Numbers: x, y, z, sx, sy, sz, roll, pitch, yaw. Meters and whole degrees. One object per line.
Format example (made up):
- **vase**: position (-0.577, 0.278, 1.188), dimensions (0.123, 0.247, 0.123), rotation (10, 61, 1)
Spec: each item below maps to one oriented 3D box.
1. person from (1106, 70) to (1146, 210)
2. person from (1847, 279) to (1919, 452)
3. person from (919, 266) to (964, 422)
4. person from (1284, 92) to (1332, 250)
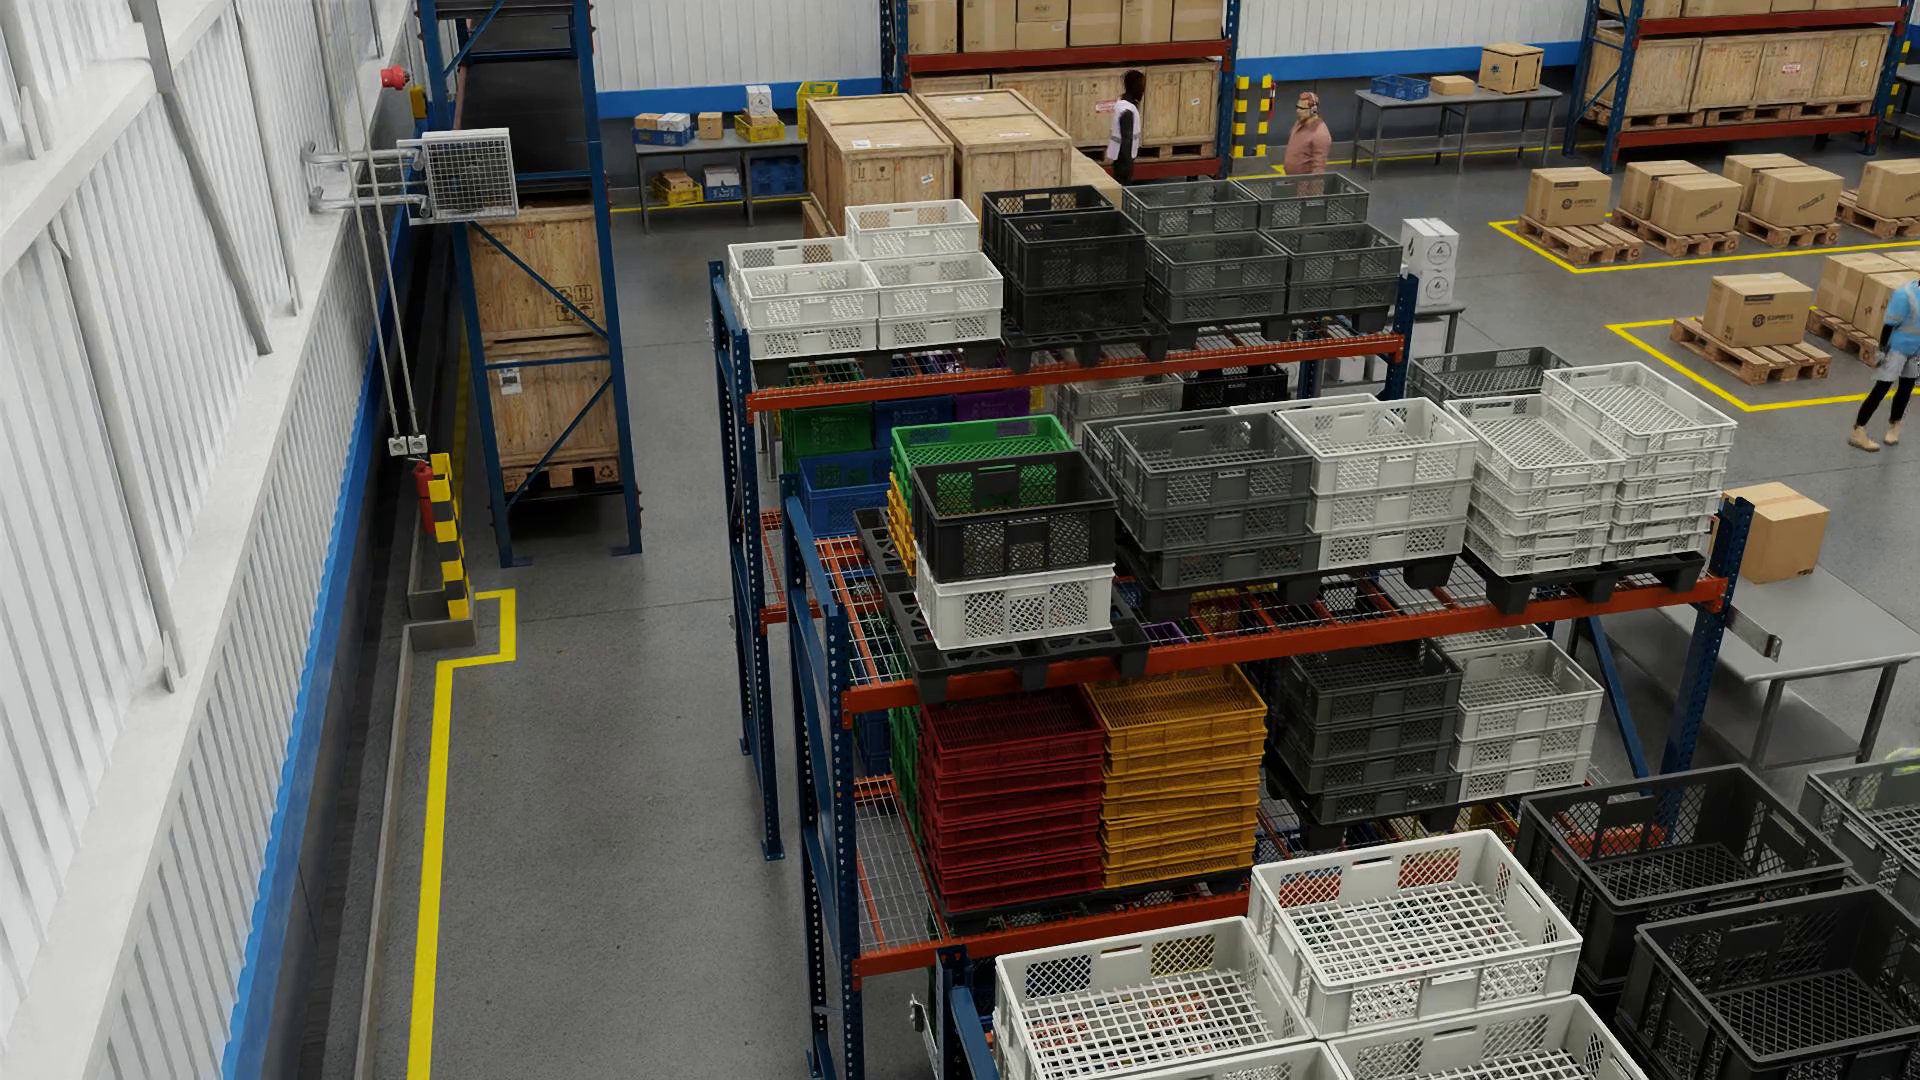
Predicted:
- **person**: position (1.825, -4.164, 18.176), dimensions (0.459, 1.908, 0.642), rotation (0, 28, 0)
- **person**: position (7.649, -1.556, 13.480), dimensions (0.552, 1.663, 0.369), rotation (-8, 29, -15)
- **person**: position (-0.150, -1.161, 12.503), dimensions (0.359, 1.883, 0.573), rotation (10, 29, 18)
- **person**: position (3.559, -3.706, 17.321), dimensions (0.401, 1.900, 0.650), rotation (-6, 28, -10)
